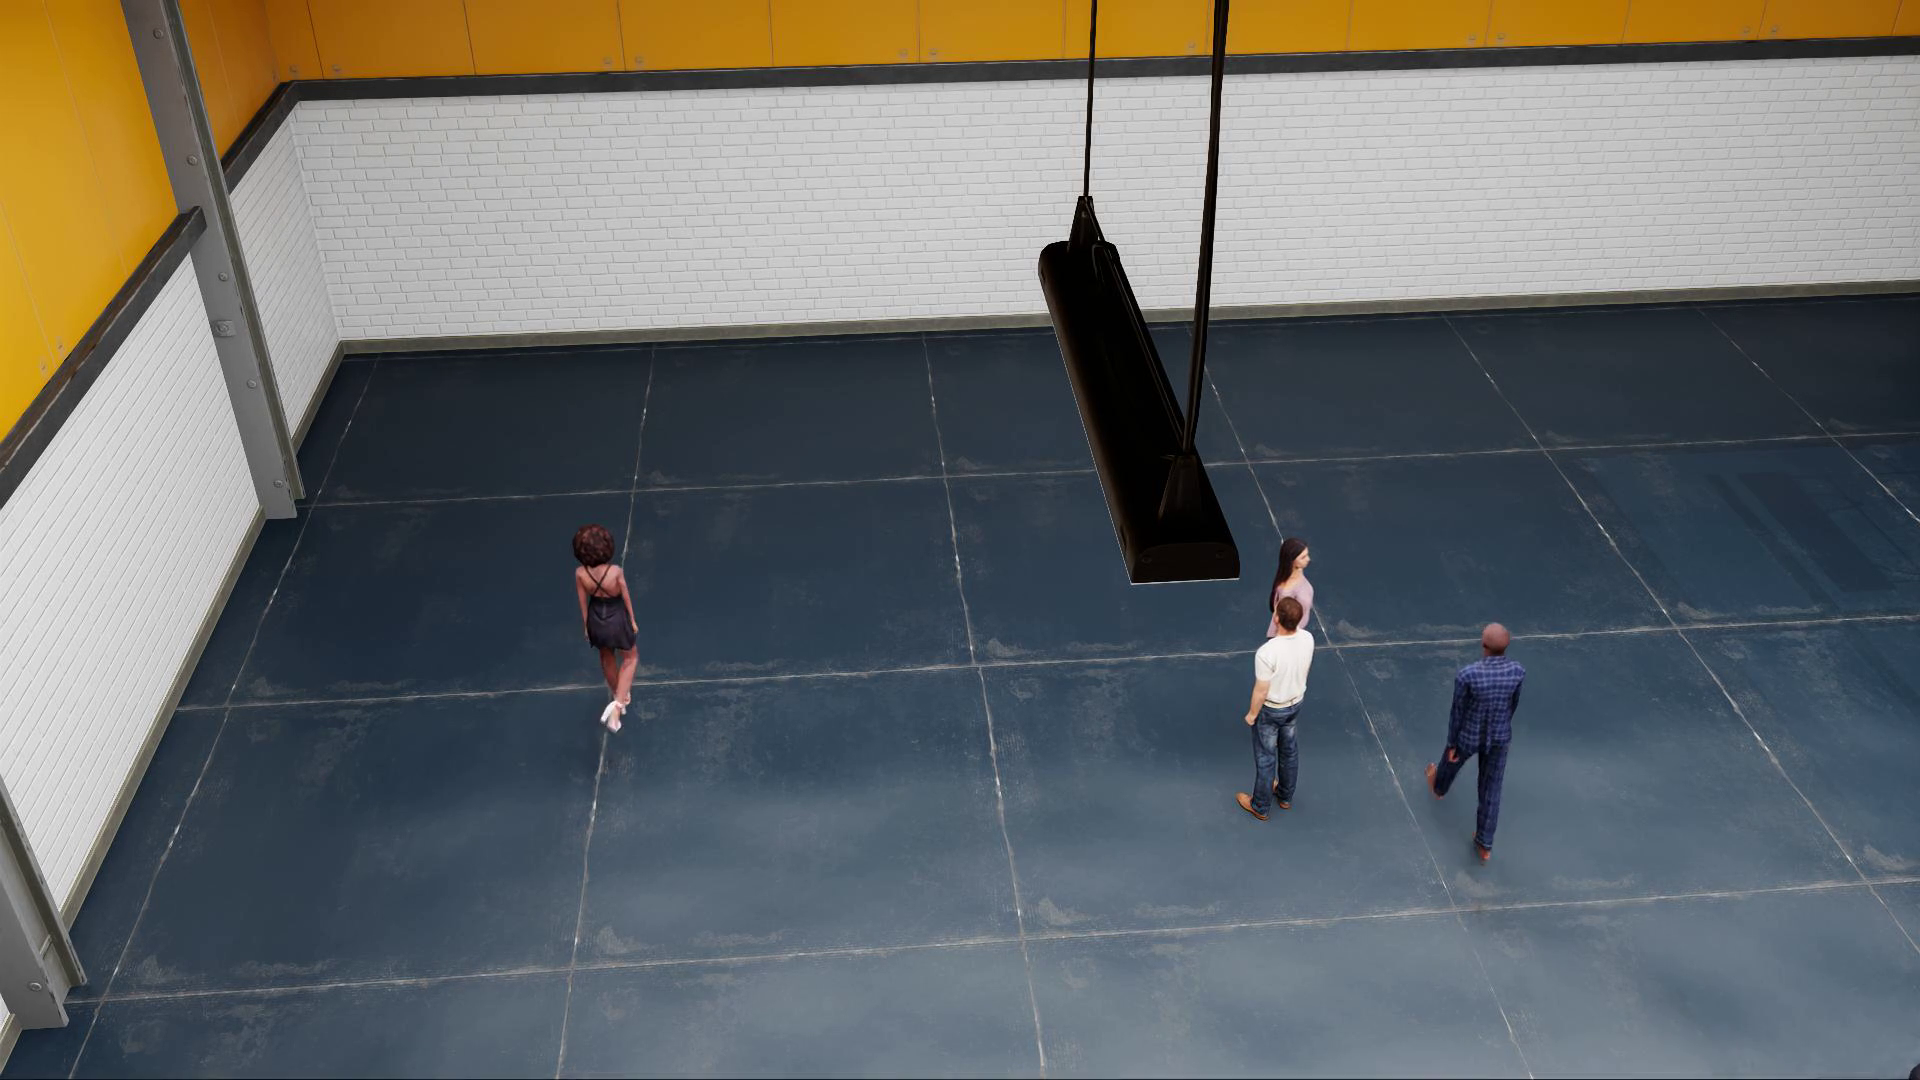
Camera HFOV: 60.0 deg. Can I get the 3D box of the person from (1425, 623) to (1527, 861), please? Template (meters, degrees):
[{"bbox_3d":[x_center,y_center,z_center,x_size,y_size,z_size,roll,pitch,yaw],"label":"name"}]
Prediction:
[{"bbox_3d":[3.657,1.411,11.530,0.718,1.767,1.177,-1,34,-1],"label":"person"}]

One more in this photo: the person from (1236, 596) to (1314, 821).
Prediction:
[{"bbox_3d":[2.260,1.188,11.786,0.749,1.855,0.729,-19,38,-26],"label":"person"}]

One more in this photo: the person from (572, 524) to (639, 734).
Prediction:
[{"bbox_3d":[-2.663,0.707,12.582,0.664,1.774,0.923,3,34,5],"label":"person"}]

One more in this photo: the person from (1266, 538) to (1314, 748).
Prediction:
[{"bbox_3d":[2.419,0.756,12.475,0.751,1.811,0.610,11,35,16],"label":"person"}]
